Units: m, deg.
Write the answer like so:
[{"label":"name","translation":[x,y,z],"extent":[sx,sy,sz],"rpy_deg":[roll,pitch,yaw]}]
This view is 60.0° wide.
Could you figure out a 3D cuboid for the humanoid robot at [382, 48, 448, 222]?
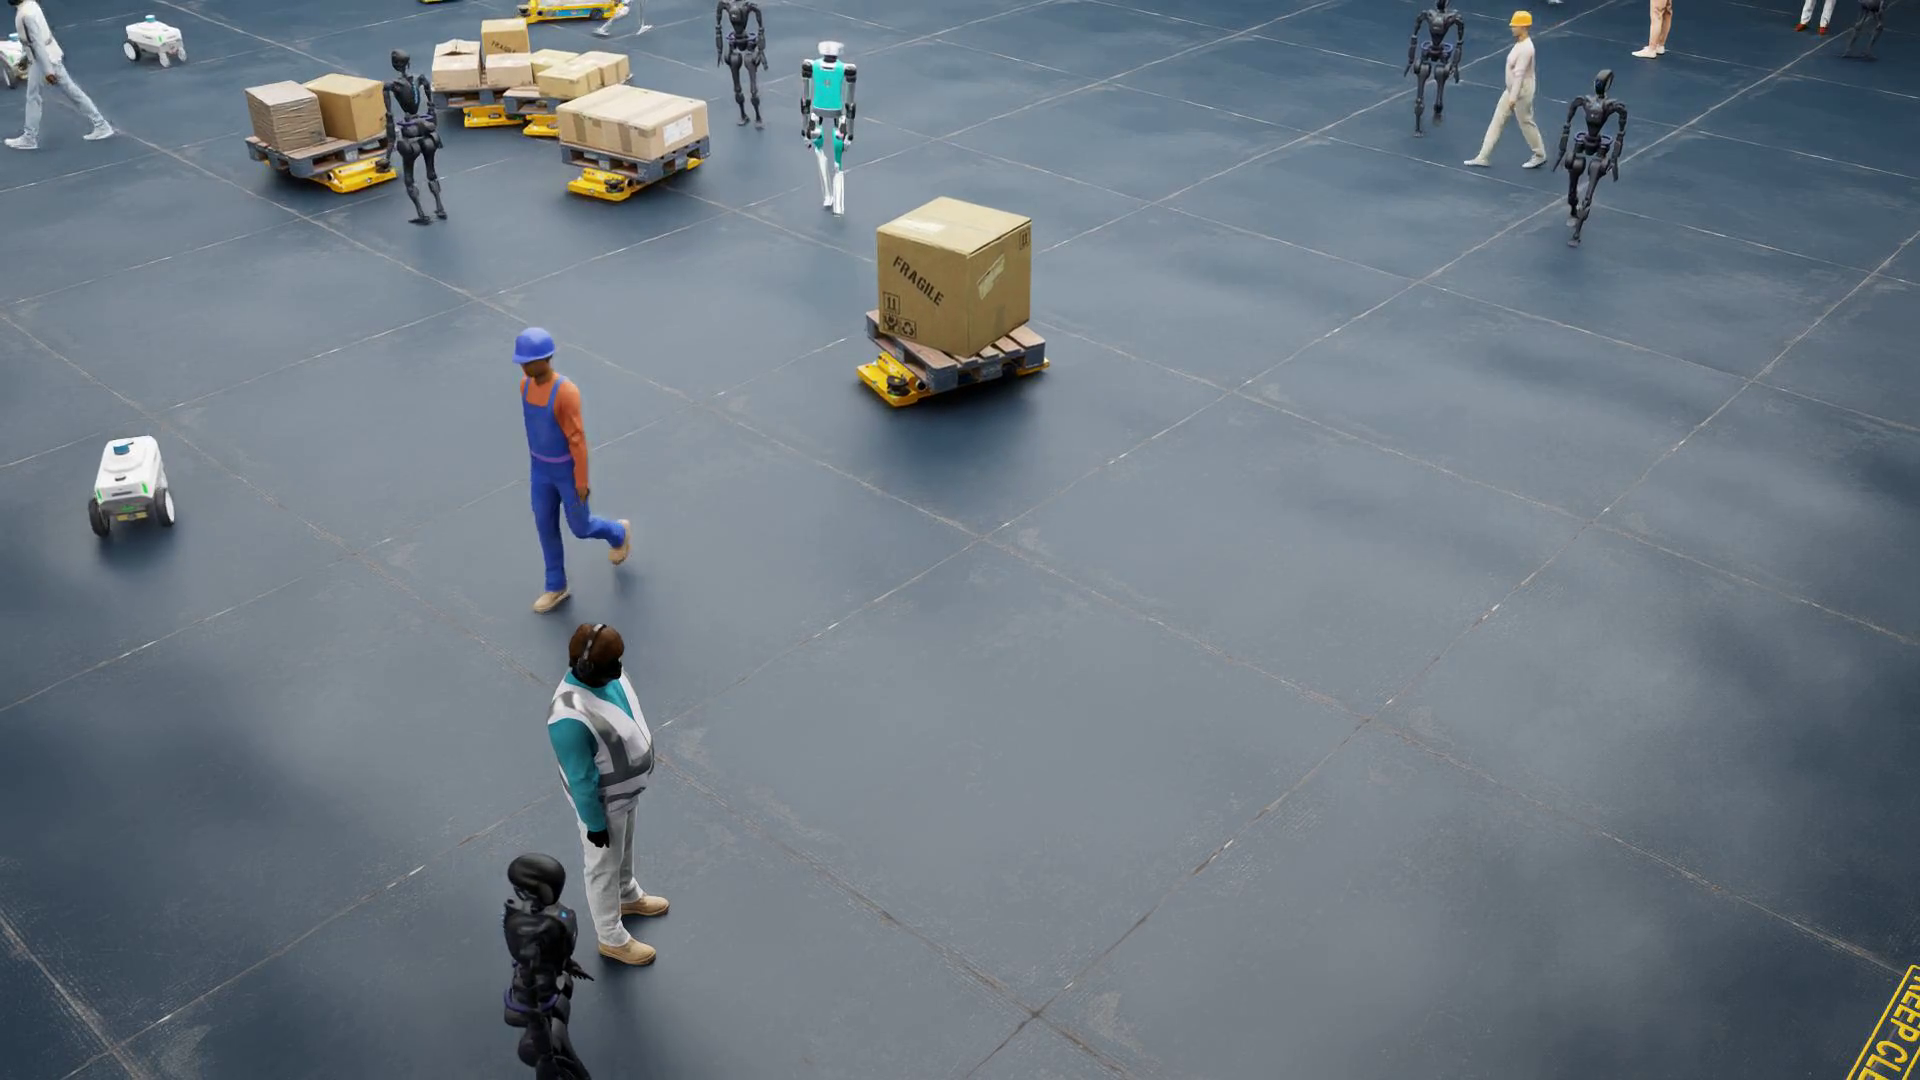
[{"label":"humanoid robot","translation":[-5.293,-3.925,16.137],"extent":[0.353,1.644,0.590],"rpy_deg":[22,38,32]}]

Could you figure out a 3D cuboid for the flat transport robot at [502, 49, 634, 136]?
[{"label":"flat transport robot","translation":[-4.449,-4.932,19.096],"extent":[0.659,0.231,1.431],"rpy_deg":[5,32,7]}]

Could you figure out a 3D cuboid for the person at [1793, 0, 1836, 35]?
[{"label":"person","translation":[11.486,-7.613,21.937],"extent":[0.515,1.828,0.360],"rpy_deg":[22,38,31]}]

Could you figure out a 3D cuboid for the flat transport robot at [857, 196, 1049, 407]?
[{"label":"flat transport robot","translation":[-0.062,-1.443,13.478],"extent":[1.431,0.231,0.659],"rpy_deg":[-17,35,-25]}]

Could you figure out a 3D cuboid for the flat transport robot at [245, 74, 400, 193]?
[{"label":"flat transport robot","translation":[-6.660,-3.977,17.558],"extent":[1.431,0.231,0.659],"rpy_deg":[24,39,33]}]

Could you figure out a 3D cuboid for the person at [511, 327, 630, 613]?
[{"label":"person","translation":[-2.464,-0.486,10.405],"extent":[0.532,1.891,0.754],"rpy_deg":[17,36,25]}]

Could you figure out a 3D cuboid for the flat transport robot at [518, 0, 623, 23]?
[{"label":"flat transport robot","translation":[-5.380,-7.369,23.020],"extent":[1.431,0.231,0.659],"rpy_deg":[-8,33,-12]}]

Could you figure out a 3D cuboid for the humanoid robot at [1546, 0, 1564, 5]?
[{"label":"humanoid robot","translation":[8.087,-8.390,23.329],"extent":[1.056,1.759,0.549],"rpy_deg":[22,38,31]}]

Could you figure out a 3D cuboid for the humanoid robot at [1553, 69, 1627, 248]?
[{"label":"humanoid robot","translation":[5.970,-3.659,15.759],"extent":[0.610,1.635,0.765],"rpy_deg":[16,35,25]}]

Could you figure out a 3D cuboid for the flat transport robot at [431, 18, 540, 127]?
[{"label":"flat transport robot","translation":[-5.474,-5.117,19.394],"extent":[0.659,0.231,1.431],"rpy_deg":[-6,32,-10]}]

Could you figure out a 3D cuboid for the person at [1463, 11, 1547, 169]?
[{"label":"person","translation":[5.860,-4.680,17.386],"extent":[0.851,1.643,0.498],"rpy_deg":[2,32,4]}]

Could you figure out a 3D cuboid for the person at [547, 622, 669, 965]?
[{"label":"person","translation":[-1.631,1.164,7.796],"extent":[0.430,1.837,0.620],"rpy_deg":[3,32,5]}]

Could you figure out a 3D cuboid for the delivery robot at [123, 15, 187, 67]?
[{"label":"delivery robot","translation":[-10.208,-6.345,21.091],"extent":[0.782,0.586,0.499],"rpy_deg":[18,36,26]}]

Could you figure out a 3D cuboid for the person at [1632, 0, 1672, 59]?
[{"label":"person","translation":[8.876,-7.043,20.974],"extent":[0.514,1.873,0.365],"rpy_deg":[-25,40,-35]}]

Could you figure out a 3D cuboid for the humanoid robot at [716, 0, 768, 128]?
[{"label":"humanoid robot","translation":[-2.455,-5.457,18.602],"extent":[0.614,1.649,0.375],"rpy_deg":[6,32,10]}]

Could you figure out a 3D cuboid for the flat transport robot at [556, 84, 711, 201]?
[{"label":"flat transport robot","translation":[-3.392,-3.898,17.431],"extent":[0.659,0.231,1.431],"rpy_deg":[17,36,26]}]

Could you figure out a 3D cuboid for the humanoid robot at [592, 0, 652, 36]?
[{"label":"humanoid robot","translation":[-4.391,-7.461,21.819],"extent":[1.046,1.766,0.587],"rpy_deg":[3,32,5]}]

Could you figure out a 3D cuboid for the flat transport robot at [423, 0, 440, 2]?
[{"label":"flat transport robot","translation":[-7.613,-8.083,24.171],"extent":[0.659,0.231,1.431],"rpy_deg":[-16,35,-23]}]

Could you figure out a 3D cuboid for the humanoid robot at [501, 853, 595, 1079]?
[{"label":"humanoid robot","translation":[-1.626,1.889,6.791],"extent":[0.554,1.640,0.612],"rpy_deg":[-1,32,-2]}]

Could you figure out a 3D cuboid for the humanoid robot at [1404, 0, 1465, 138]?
[{"label":"humanoid robot","translation":[5.239,-5.302,18.361],"extent":[0.609,1.639,0.522],"rpy_deg":[13,34,20]}]

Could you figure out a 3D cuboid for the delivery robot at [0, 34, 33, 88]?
[{"label":"delivery robot","translation":[-11.486,-5.879,20.342],"extent":[0.499,0.586,0.773],"rpy_deg":[-22,38,-31]}]

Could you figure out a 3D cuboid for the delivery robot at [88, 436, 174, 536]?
[{"label":"delivery robot","translation":[-5.757,-0.410,11.538],"extent":[0.499,0.589,0.785],"rpy_deg":[-9,33,-15]}]

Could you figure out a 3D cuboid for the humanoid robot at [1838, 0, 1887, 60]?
[{"label":"humanoid robot","translation":[11.498,-6.873,20.897],"extent":[0.455,1.644,0.612],"rpy_deg":[1,32,2]}]

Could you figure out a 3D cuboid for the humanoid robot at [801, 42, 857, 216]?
[{"label":"humanoid robot","translation":[-1.252,-4.030,16.240],"extent":[0.575,1.742,0.961],"rpy_deg":[3,32,4]}]

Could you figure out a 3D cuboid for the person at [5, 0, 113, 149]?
[{"label":"person","translation":[-9.948,-5.185,18.014],"extent":[1.081,1.850,0.581],"rpy_deg":[-11,33,-17]}]
